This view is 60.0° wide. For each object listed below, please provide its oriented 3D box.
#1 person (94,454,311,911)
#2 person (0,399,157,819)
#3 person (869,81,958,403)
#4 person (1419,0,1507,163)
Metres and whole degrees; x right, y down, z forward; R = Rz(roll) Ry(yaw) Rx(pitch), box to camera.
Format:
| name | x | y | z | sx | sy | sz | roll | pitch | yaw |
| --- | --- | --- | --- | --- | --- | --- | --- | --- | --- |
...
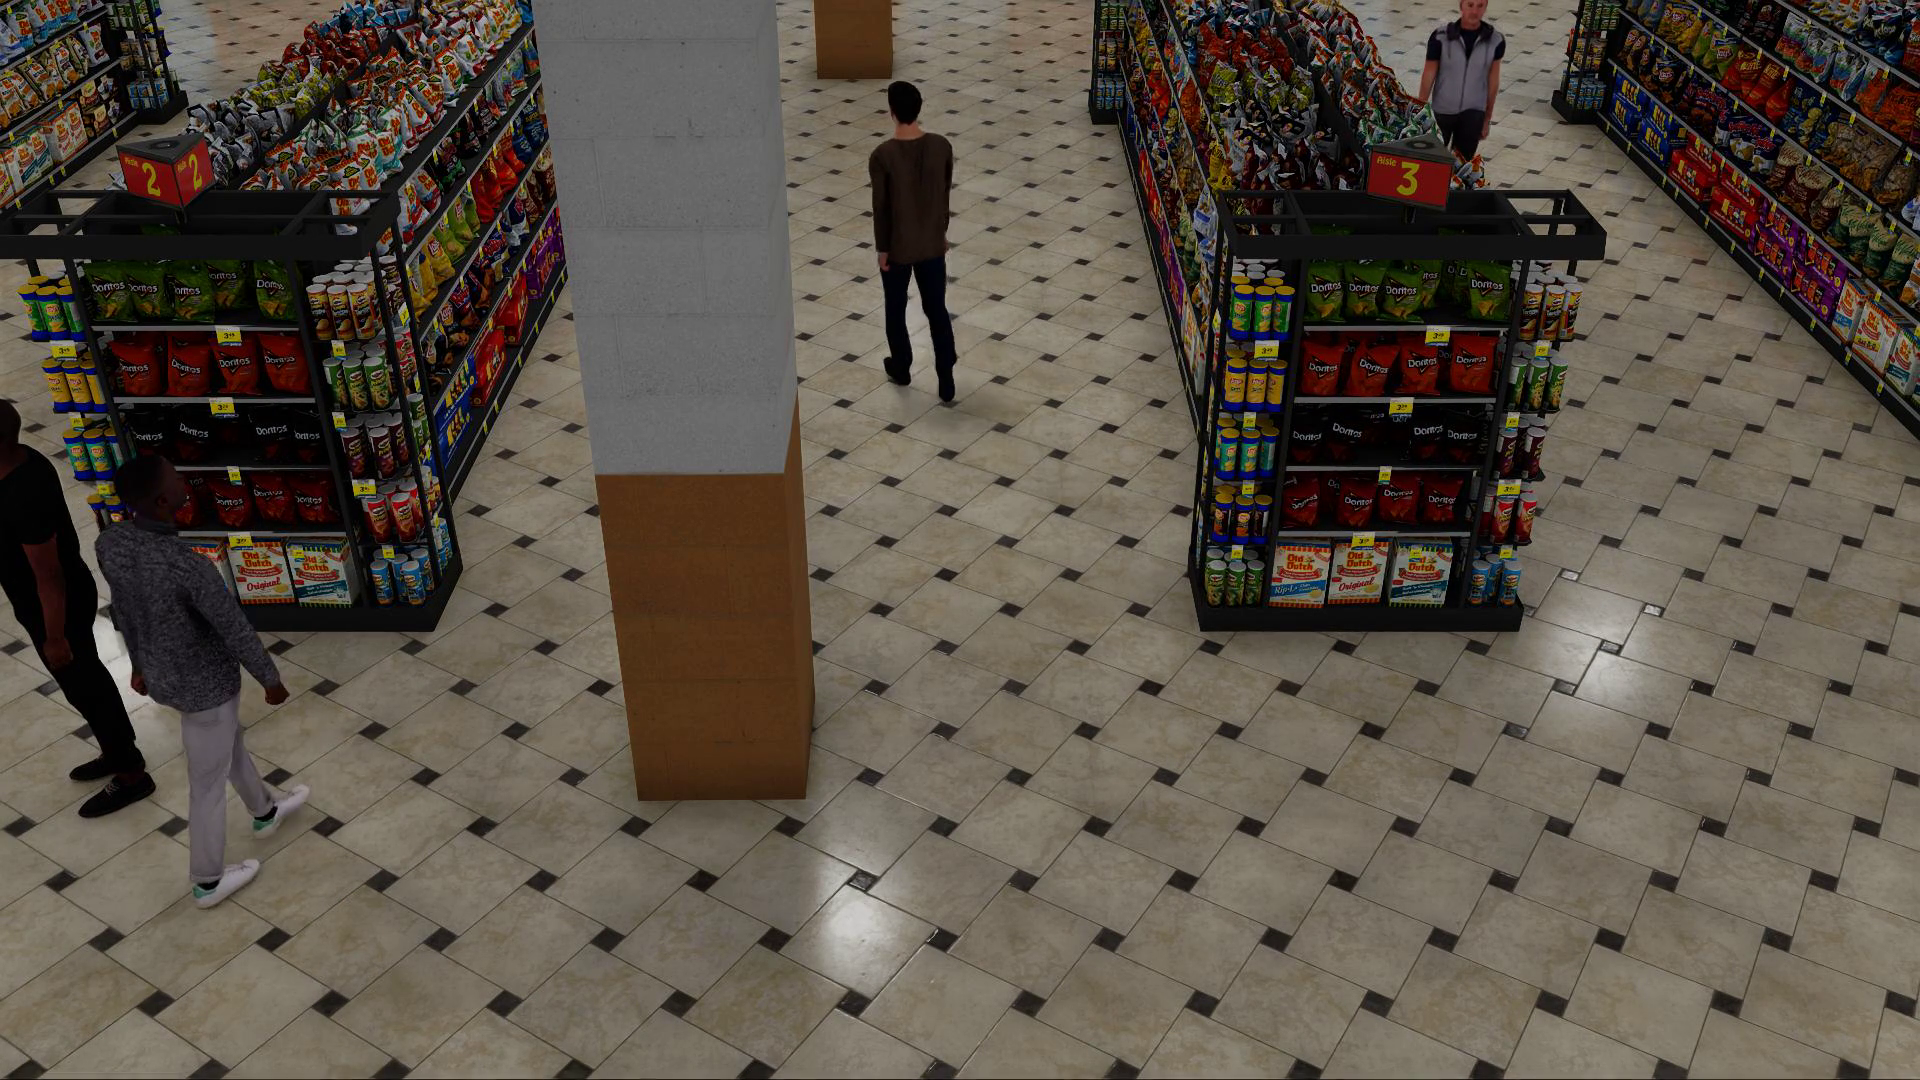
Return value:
| name | x | y | z | sx | sy | sz | roll | pitch | yaw |
| --- | --- | --- | --- | --- | --- | --- | --- | --- | --- |
| person | -2.844 | 0.567 | 5.998 | 0.951 | 1.812 | 1.058 | 16 | 35 | 24 |
| person | -3.517 | 0.262 | 6.480 | 0.808 | 1.819 | 0.682 | -17 | 36 | -26 |
| person | -0.236 | -1.663 | 9.531 | 0.865 | 1.866 | 1.122 | -11 | 34 | -17 |
| person | 3.488 | -3.016 | 11.764 | 0.791 | 1.804 | 1.138 | 4 | 32 | 6 |
